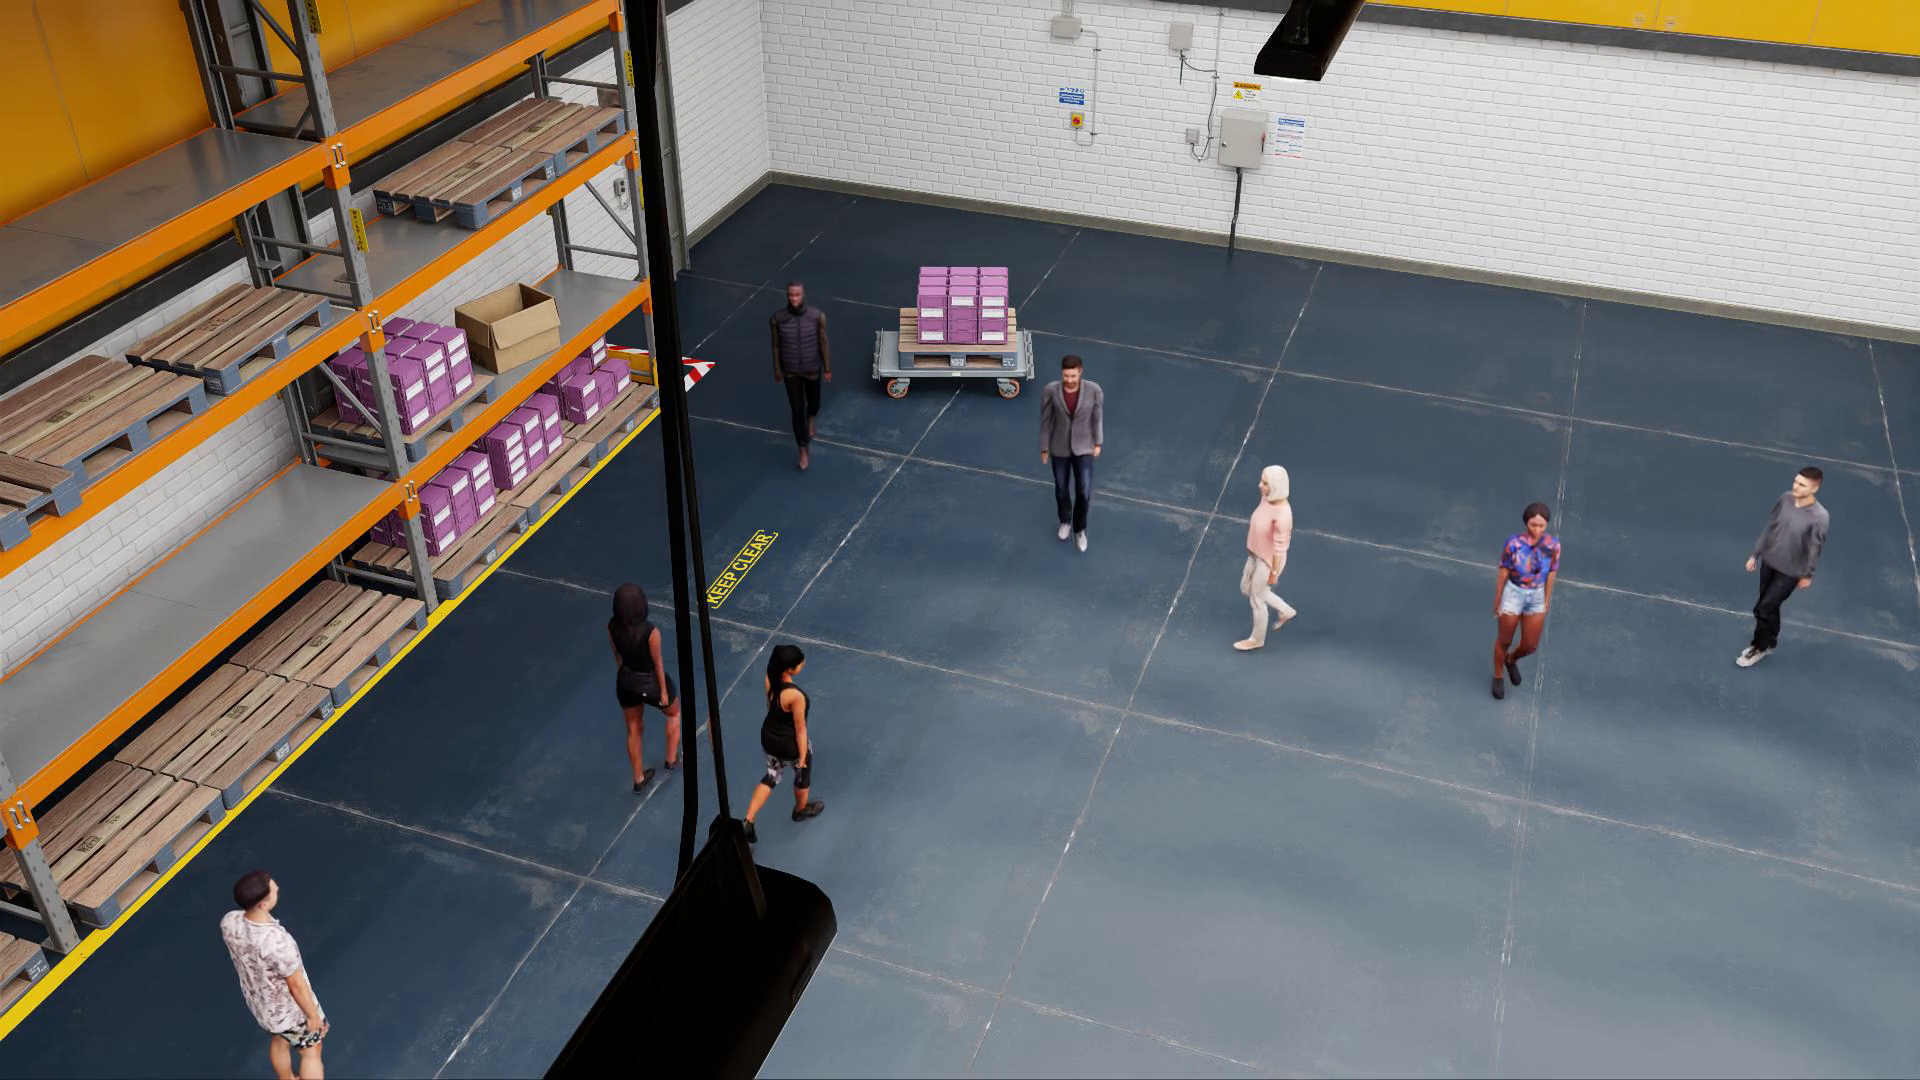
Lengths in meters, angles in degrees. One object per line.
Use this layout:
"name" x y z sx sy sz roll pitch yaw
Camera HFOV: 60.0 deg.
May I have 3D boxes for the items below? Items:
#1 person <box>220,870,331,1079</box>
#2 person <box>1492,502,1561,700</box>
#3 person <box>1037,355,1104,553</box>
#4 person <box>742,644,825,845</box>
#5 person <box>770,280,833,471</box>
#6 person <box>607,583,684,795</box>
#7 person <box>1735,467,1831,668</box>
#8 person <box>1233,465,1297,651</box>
"person" -3.839 2.571 9.360 0.704 1.811 0.619 17 37 24
"person" 4.267 0.425 12.662 0.661 1.729 0.689 2 34 3
"person" 0.975 -0.837 14.453 0.789 1.849 0.803 4 34 6
"person" -1.247 1.393 11.279 0.846 1.648 1.073 27 42 34
"person" -1.473 -1.624 15.675 1.004 1.806 1.245 -2 34 -3
"person" -2.271 1.094 11.660 0.649 1.725 0.750 14 36 20
"person" 6.500 0.188 13.002 0.841 1.747 0.777 -11 35 -16
"person" 2.500 0.136 13.114 0.854 1.711 0.825 -5 34 -7
